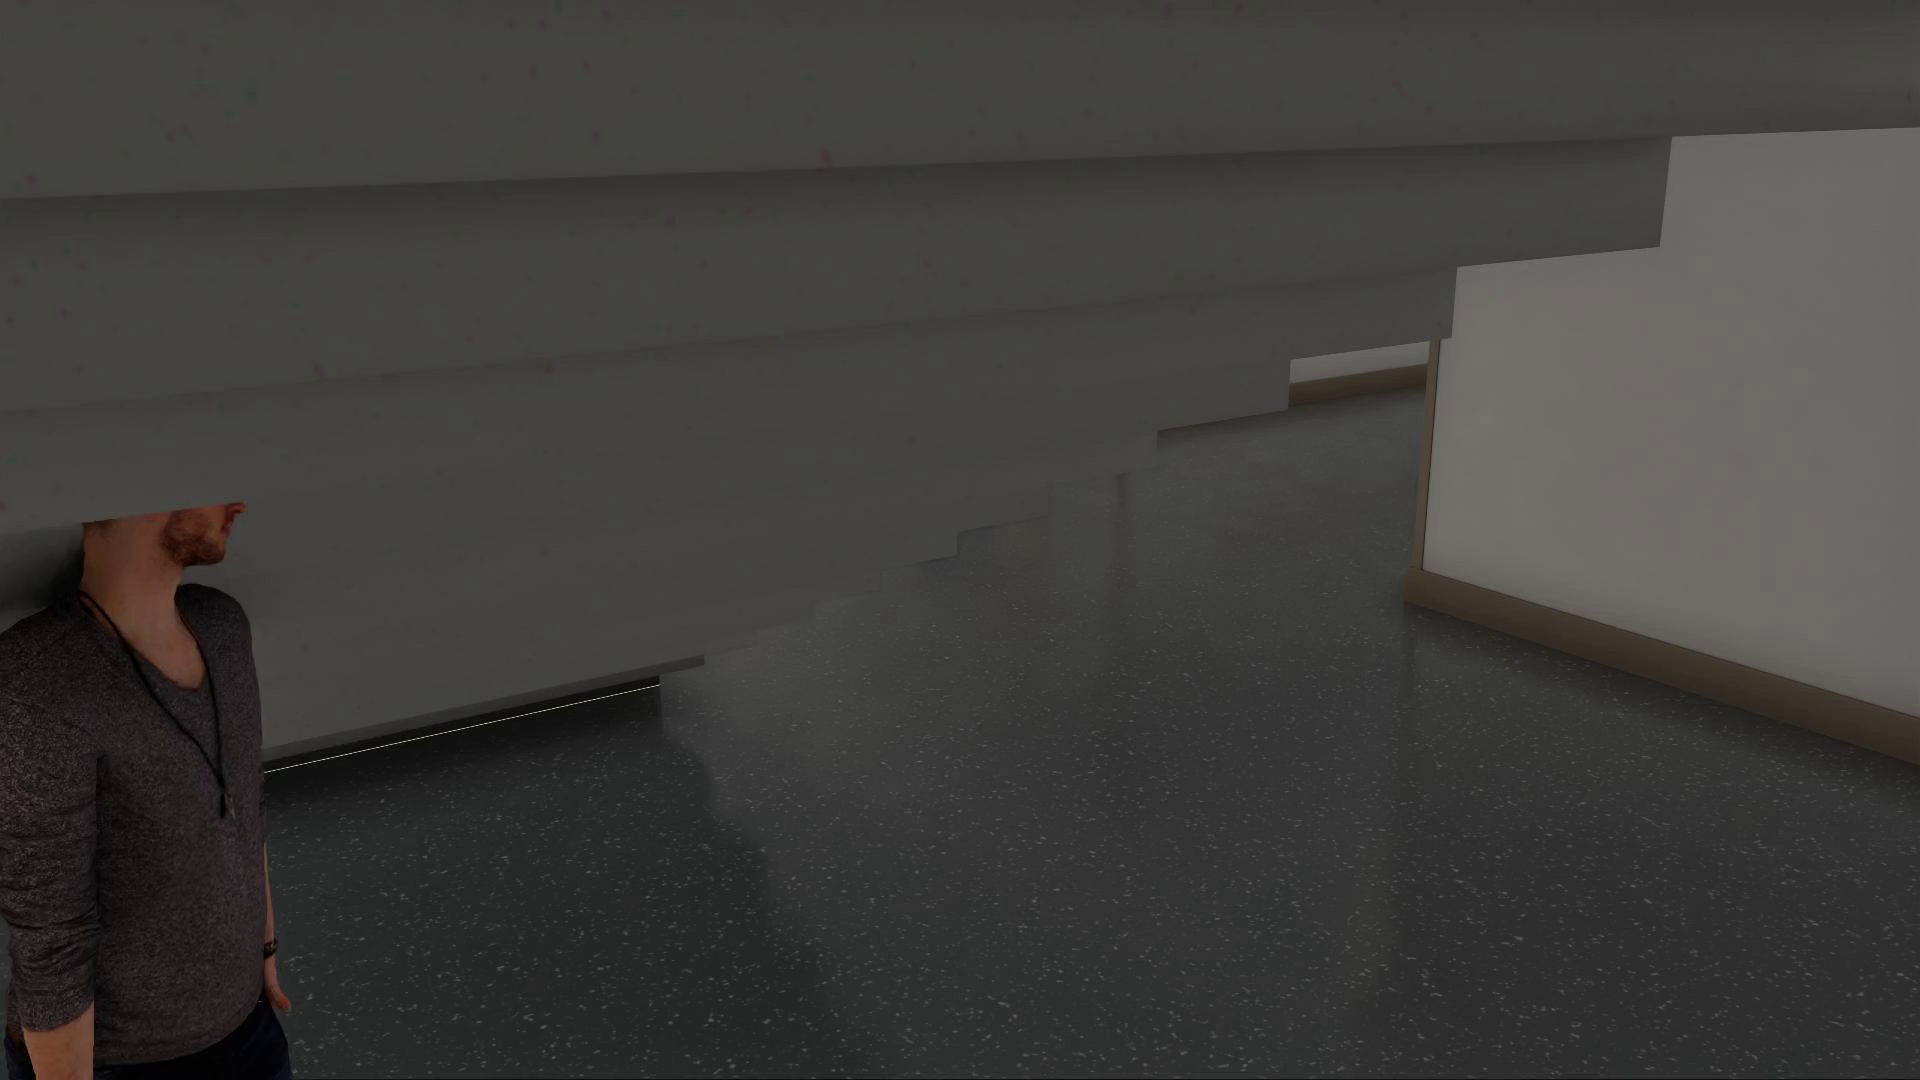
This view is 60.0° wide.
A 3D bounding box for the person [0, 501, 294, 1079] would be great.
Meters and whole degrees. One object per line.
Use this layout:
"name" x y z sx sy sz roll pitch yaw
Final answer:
"person" -1.233 0.708 2.409 1.123 1.875 1.048 5 16 16
